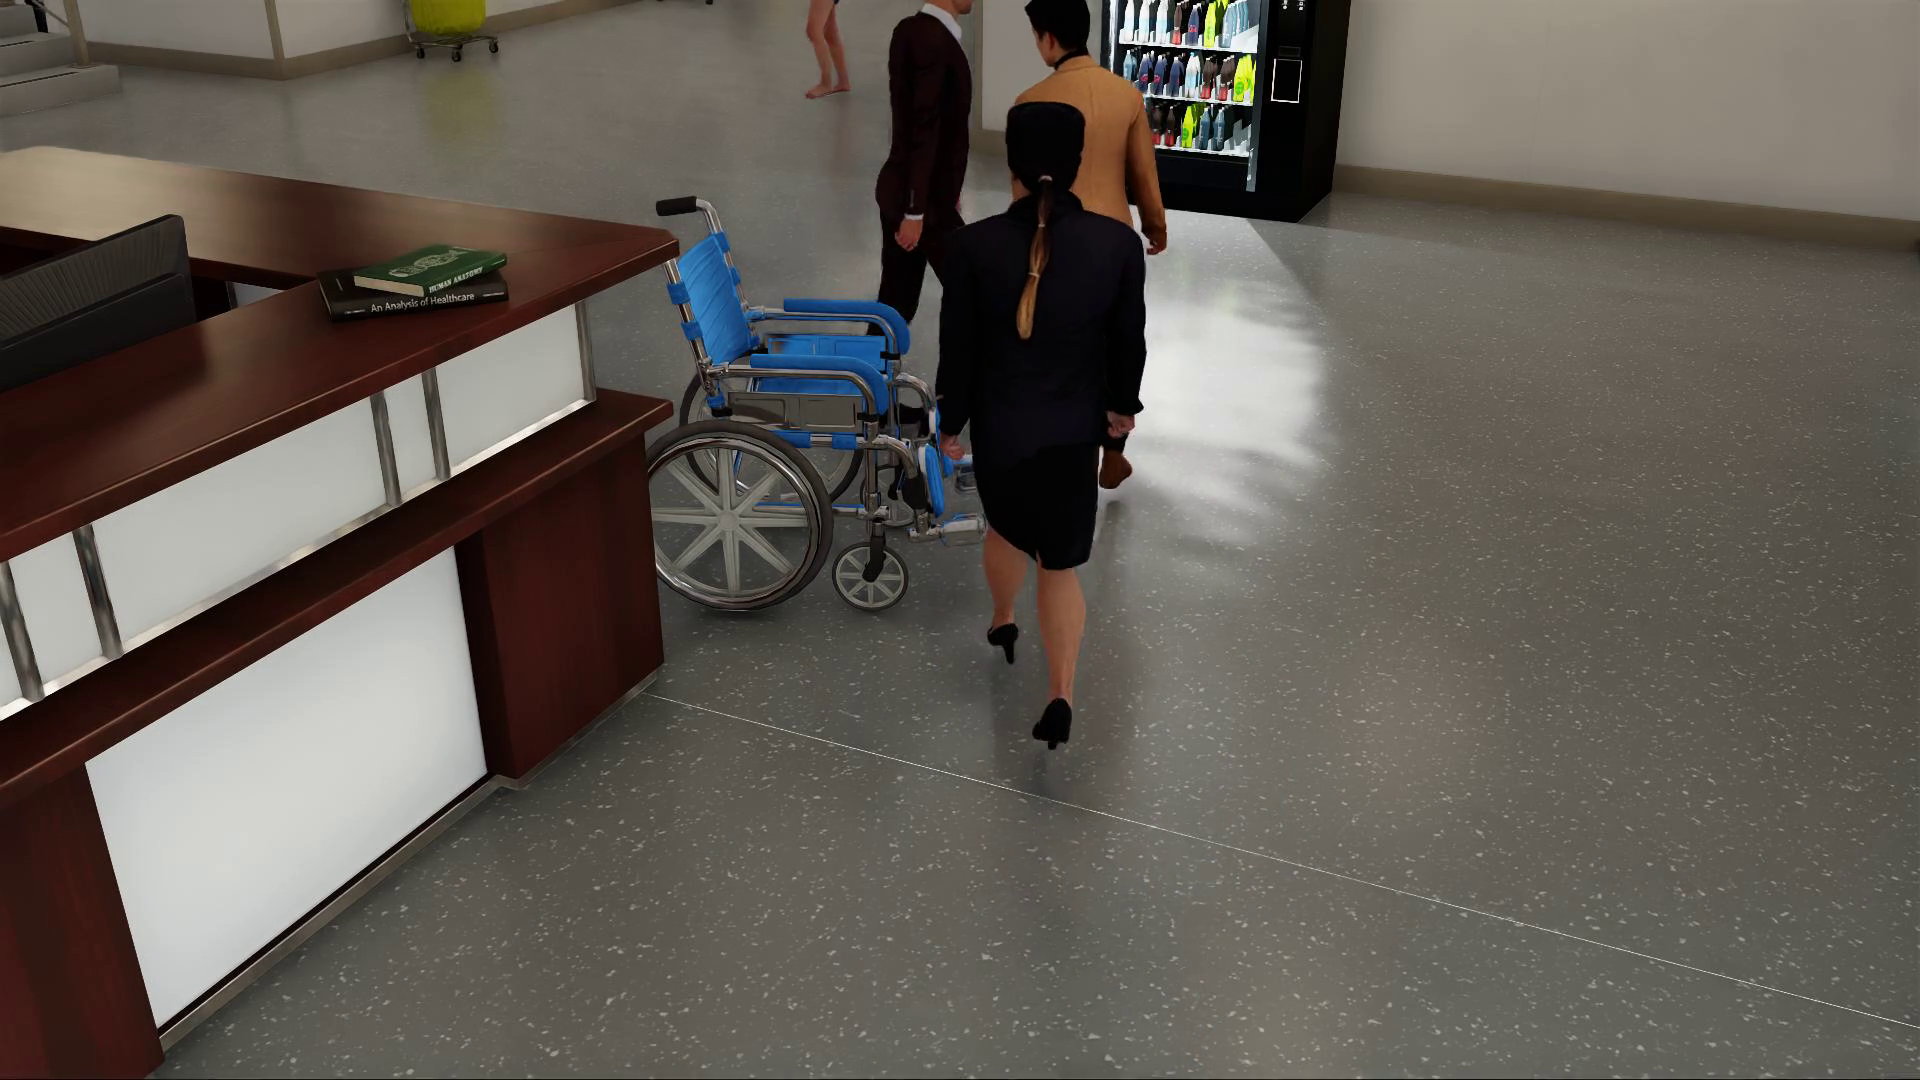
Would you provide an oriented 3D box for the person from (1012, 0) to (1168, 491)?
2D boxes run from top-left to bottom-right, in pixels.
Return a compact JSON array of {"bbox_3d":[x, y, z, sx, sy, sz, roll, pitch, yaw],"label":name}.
[{"bbox_3d":[0.446,-0.994,5.756,1.145,1.683,1.149,-2,26,-3],"label":"person"}]

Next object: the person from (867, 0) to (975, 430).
[{"bbox_3d":[-0.213,-1.256,6.175,1.118,1.833,1.049,-8,27,-16],"label":"person"}]

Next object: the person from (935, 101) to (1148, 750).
[{"bbox_3d":[0.211,-0.229,4.275,1.139,1.634,1.077,-1,26,-2],"label":"person"}]

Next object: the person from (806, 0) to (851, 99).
[{"bbox_3d":[-0.918,-4.167,12.378,0.830,1.689,0.768,-14,29,-27],"label":"person"}]
